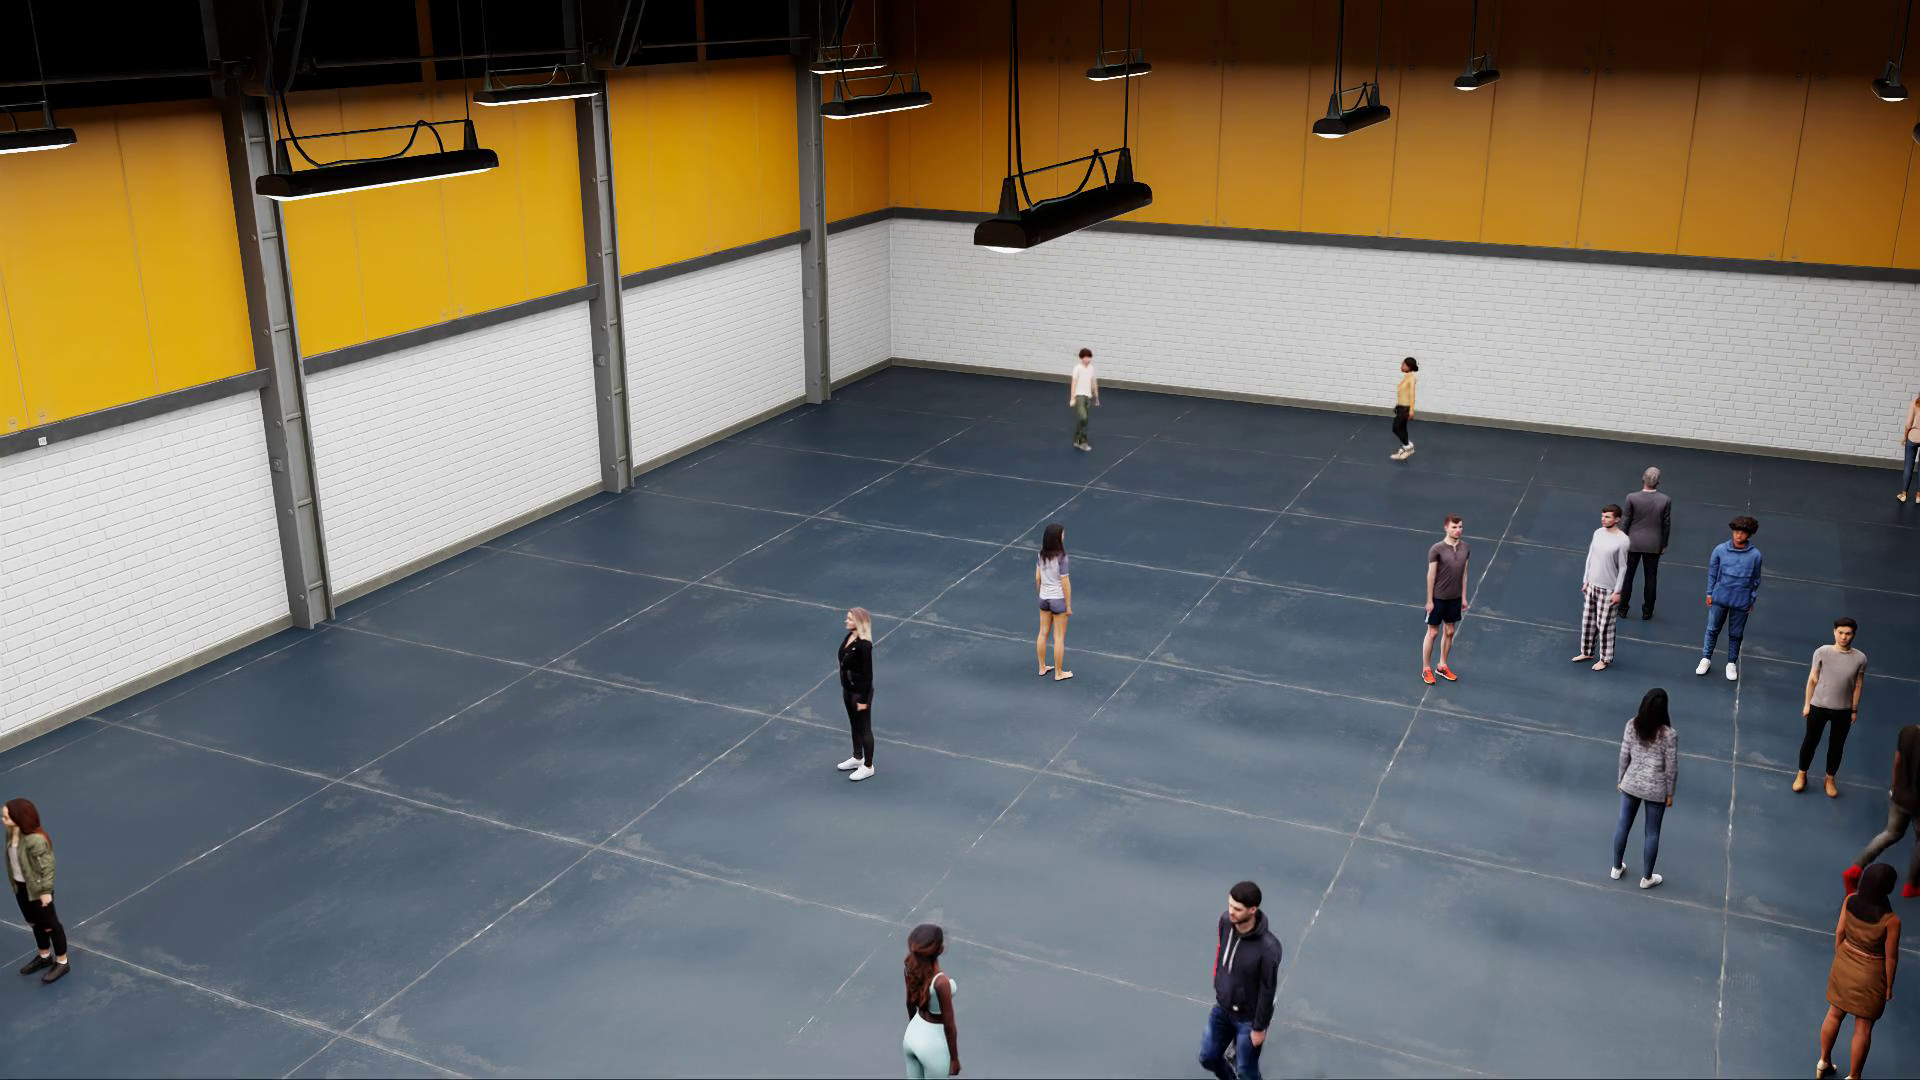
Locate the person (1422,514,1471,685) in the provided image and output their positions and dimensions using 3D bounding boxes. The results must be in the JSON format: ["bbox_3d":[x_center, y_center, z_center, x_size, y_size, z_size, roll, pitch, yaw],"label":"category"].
[{"bbox_3d":[5.176,0.609,17.742,0.723,1.853,0.773,-6,19,-17],"label":"person"}]

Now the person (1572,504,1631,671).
[{"bbox_3d":[7.009,0.491,18.101,0.725,1.847,0.706,-10,21,-28],"label":"person"}]

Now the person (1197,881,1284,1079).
[{"bbox_3d":[1.891,2.980,10.670,0.824,1.874,0.804,-12,22,-31],"label":"person"}]

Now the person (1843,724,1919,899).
[{"bbox_3d":[7.591,2.118,13.377,1.163,1.779,1.122,-6,19,-17],"label":"person"}]

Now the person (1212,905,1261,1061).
[{"bbox_3d":[1.979,2.993,11.518,0.527,1.307,0.496,9,20,24],"label":"person"}]

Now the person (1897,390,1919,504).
[{"bbox_3d":[13.778,-1.422,23.869,0.583,1.792,0.511,8,20,23],"label":"person"}]

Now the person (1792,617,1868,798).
[{"bbox_3d":[8.010,1.509,15.275,0.606,1.722,0.516,8,20,22],"label":"person"}]

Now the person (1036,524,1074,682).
[{"bbox_3d":[1.002,0.648,17.813,0.642,1.734,0.611,17,25,40],"label":"person"}]

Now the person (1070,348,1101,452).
[{"bbox_3d":[1.926,-2.269,26.623,0.861,1.640,0.889,-11,22,-30],"label":"person"}]

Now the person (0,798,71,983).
[{"bbox_3d":[-6.928,2.591,12.450,0.584,1.475,0.515,10,21,27],"label":"person"}]

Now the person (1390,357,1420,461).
[{"bbox_3d":[7.008,-2.042,25.935,0.749,1.649,0.661,1,19,3],"label":"person"}]

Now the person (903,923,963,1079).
[{"bbox_3d":[-0.196,3.159,10.373,0.646,1.723,0.635,-17,25,-40],"label":"person"}]

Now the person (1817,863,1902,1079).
[{"bbox_3d":[6.028,2.919,11.139,0.685,1.689,0.650,-10,21,-26],"label":"person"}]

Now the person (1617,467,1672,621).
[{"bbox_3d":[8.006,0.029,19.484,0.748,1.842,0.661,5,19,14],"label":"person"}]

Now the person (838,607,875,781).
[{"bbox_3d":[-0.943,1.419,15.599,0.720,1.687,0.686,-9,21,-26],"label":"person"}]

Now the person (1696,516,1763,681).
[{"bbox_3d":[8.281,0.598,17.844,0.680,1.809,0.560,10,21,26],"label":"person"}]

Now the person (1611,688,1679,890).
[{"bbox_3d":[5.649,2.027,13.721,0.669,1.733,0.627,17,25,40],"label":"person"}]
